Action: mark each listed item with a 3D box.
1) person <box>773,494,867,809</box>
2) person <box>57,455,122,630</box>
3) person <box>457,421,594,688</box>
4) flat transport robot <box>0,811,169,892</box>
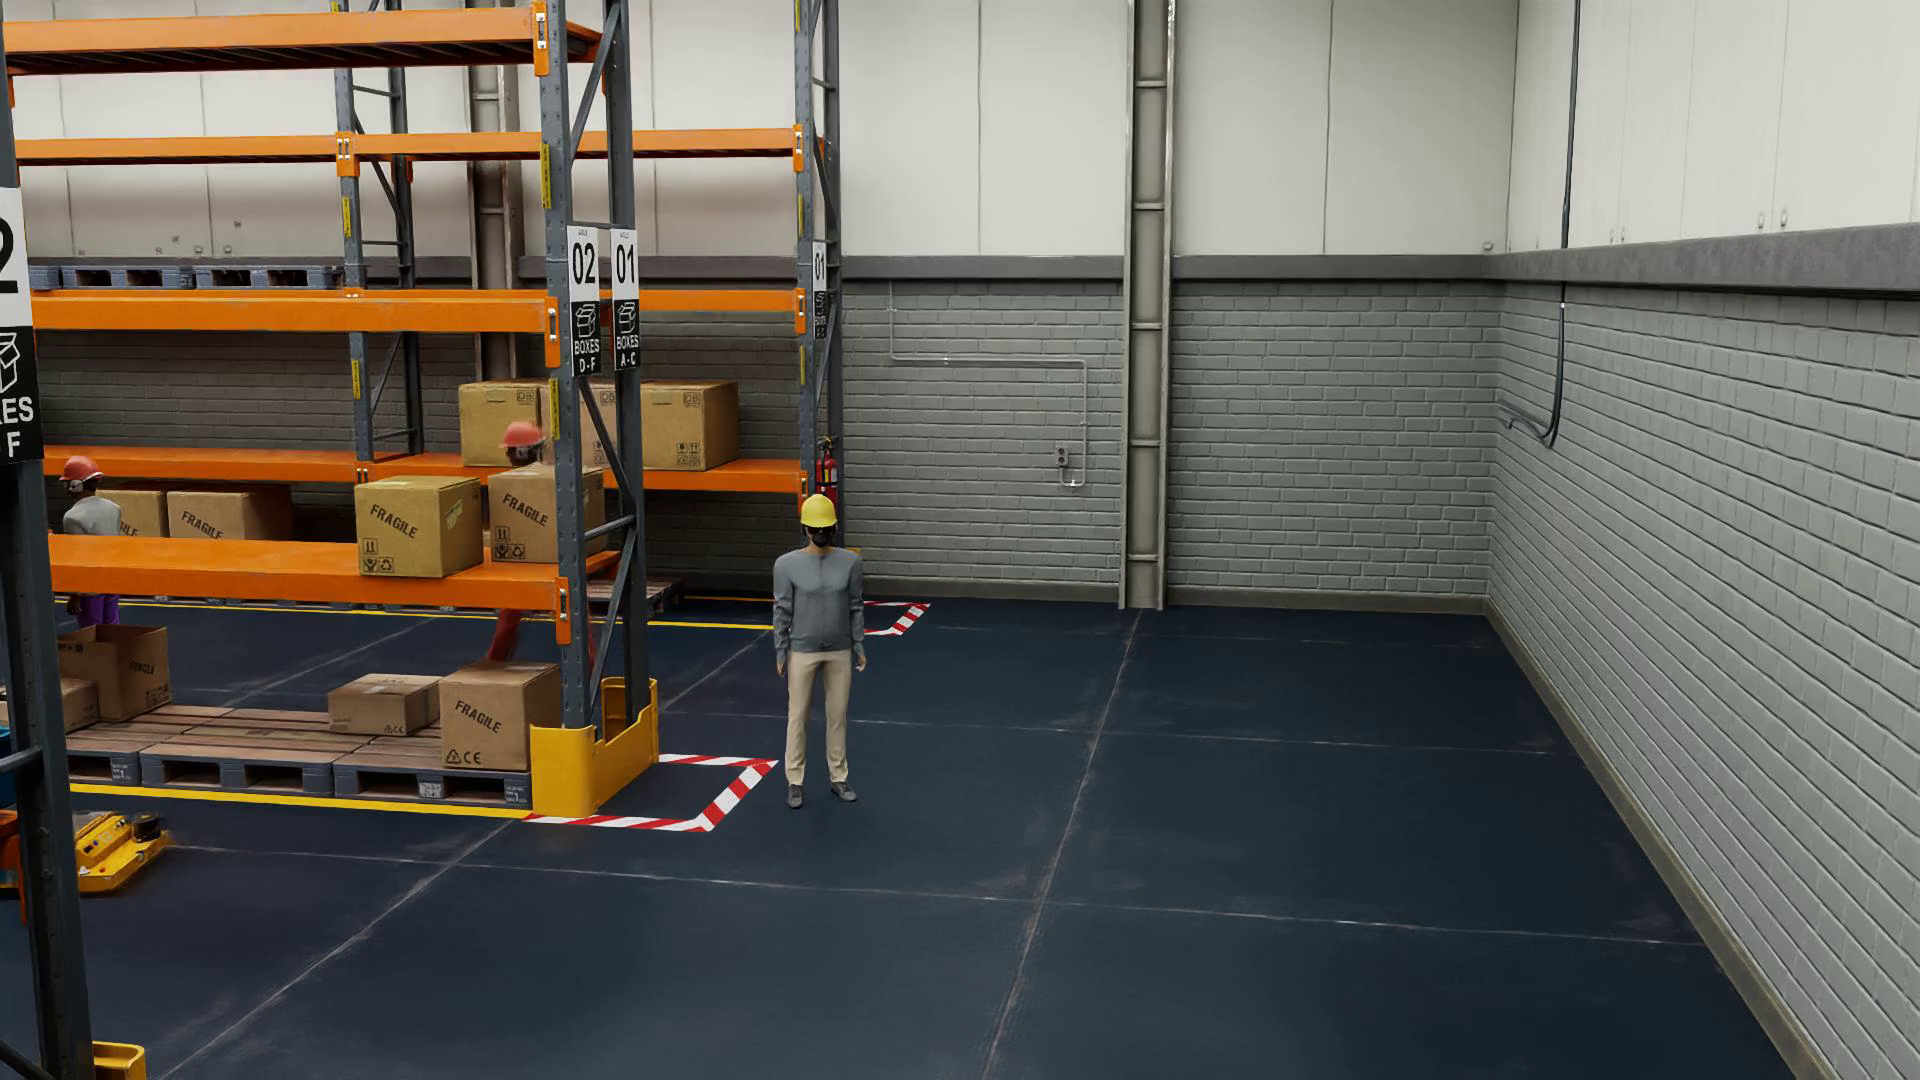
[{"bbox_3d":[-0.777,0.617,9.305,0.535,1.767,0.317,-3,10,-20],"label":"person"},{"bbox_3d":[-5.927,0.295,11.339,0.337,1.749,0.574,0,9,2],"label":"person"},{"bbox_3d":[-3.079,0.121,11.853,1.009,1.944,0.622,2,9,14],"label":"person"},{"bbox_3d":[-4.775,1.539,8.208,1.431,0.197,0.652,-1,9,-4],"label":"flat transport robot"}]
